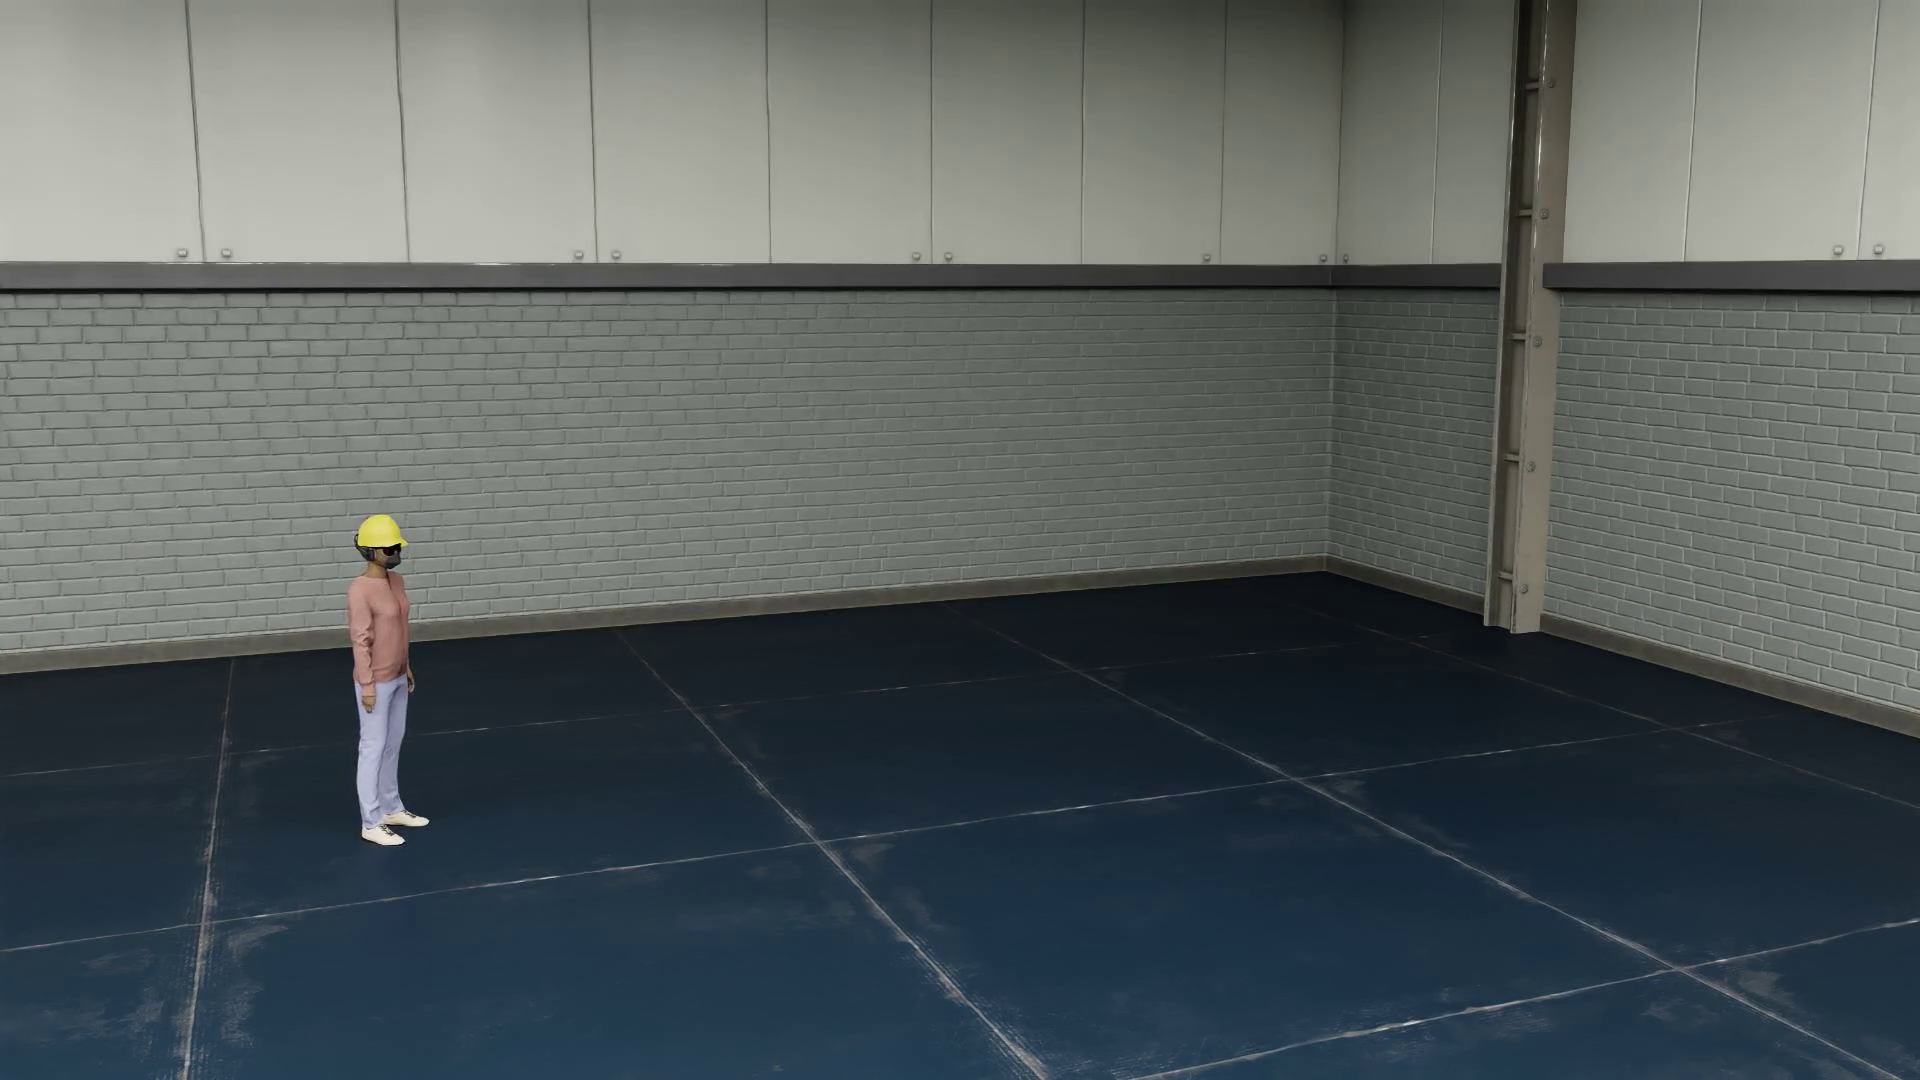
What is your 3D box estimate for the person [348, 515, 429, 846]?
[{"bbox_3d":[-3.078,0.740,8.932,0.310,1.768,0.533,1,9,6],"label":"person"}]
